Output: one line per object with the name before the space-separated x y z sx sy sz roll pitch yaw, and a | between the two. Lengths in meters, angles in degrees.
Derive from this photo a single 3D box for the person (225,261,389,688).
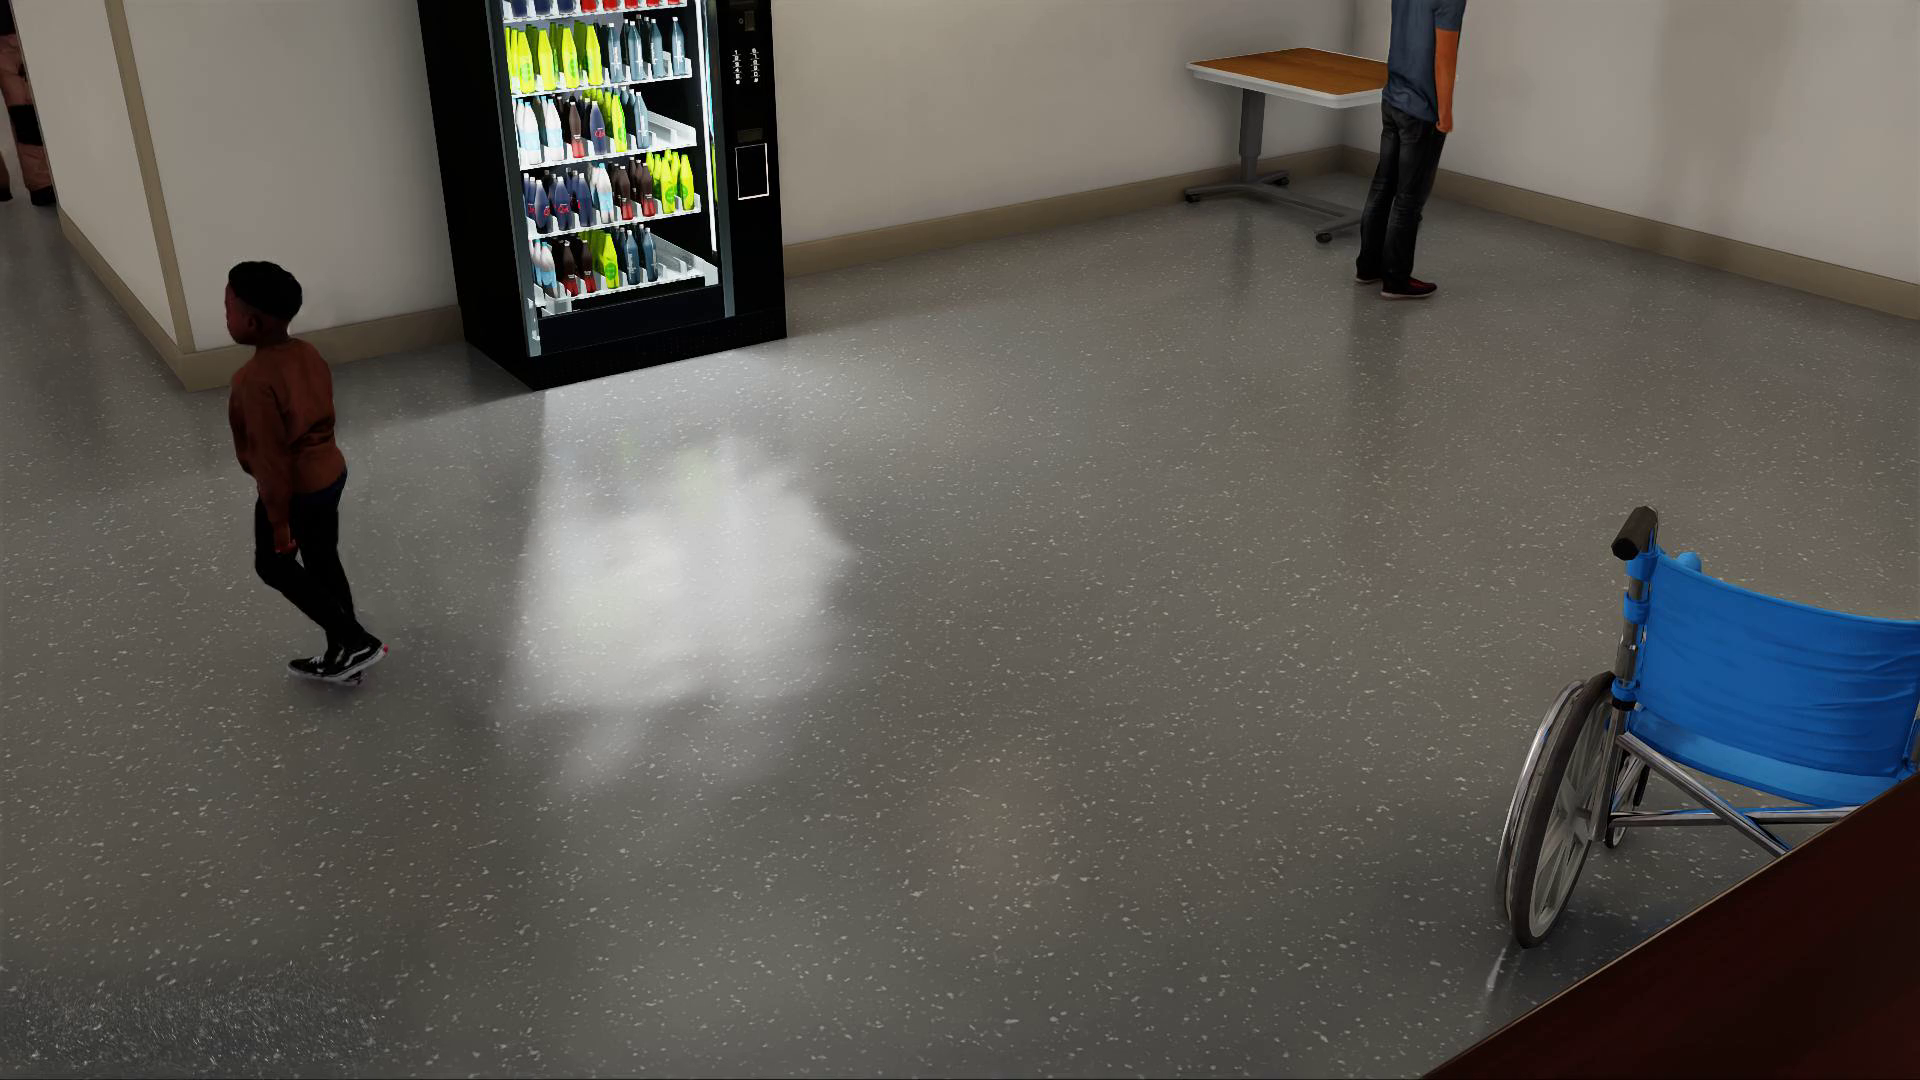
person | -1.745 -0.142 4.542 0.711 1.245 0.650 5 26 10

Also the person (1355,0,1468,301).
person | 2.146 -2.063 7.880 0.648 1.806 0.702 -7 27 -14
